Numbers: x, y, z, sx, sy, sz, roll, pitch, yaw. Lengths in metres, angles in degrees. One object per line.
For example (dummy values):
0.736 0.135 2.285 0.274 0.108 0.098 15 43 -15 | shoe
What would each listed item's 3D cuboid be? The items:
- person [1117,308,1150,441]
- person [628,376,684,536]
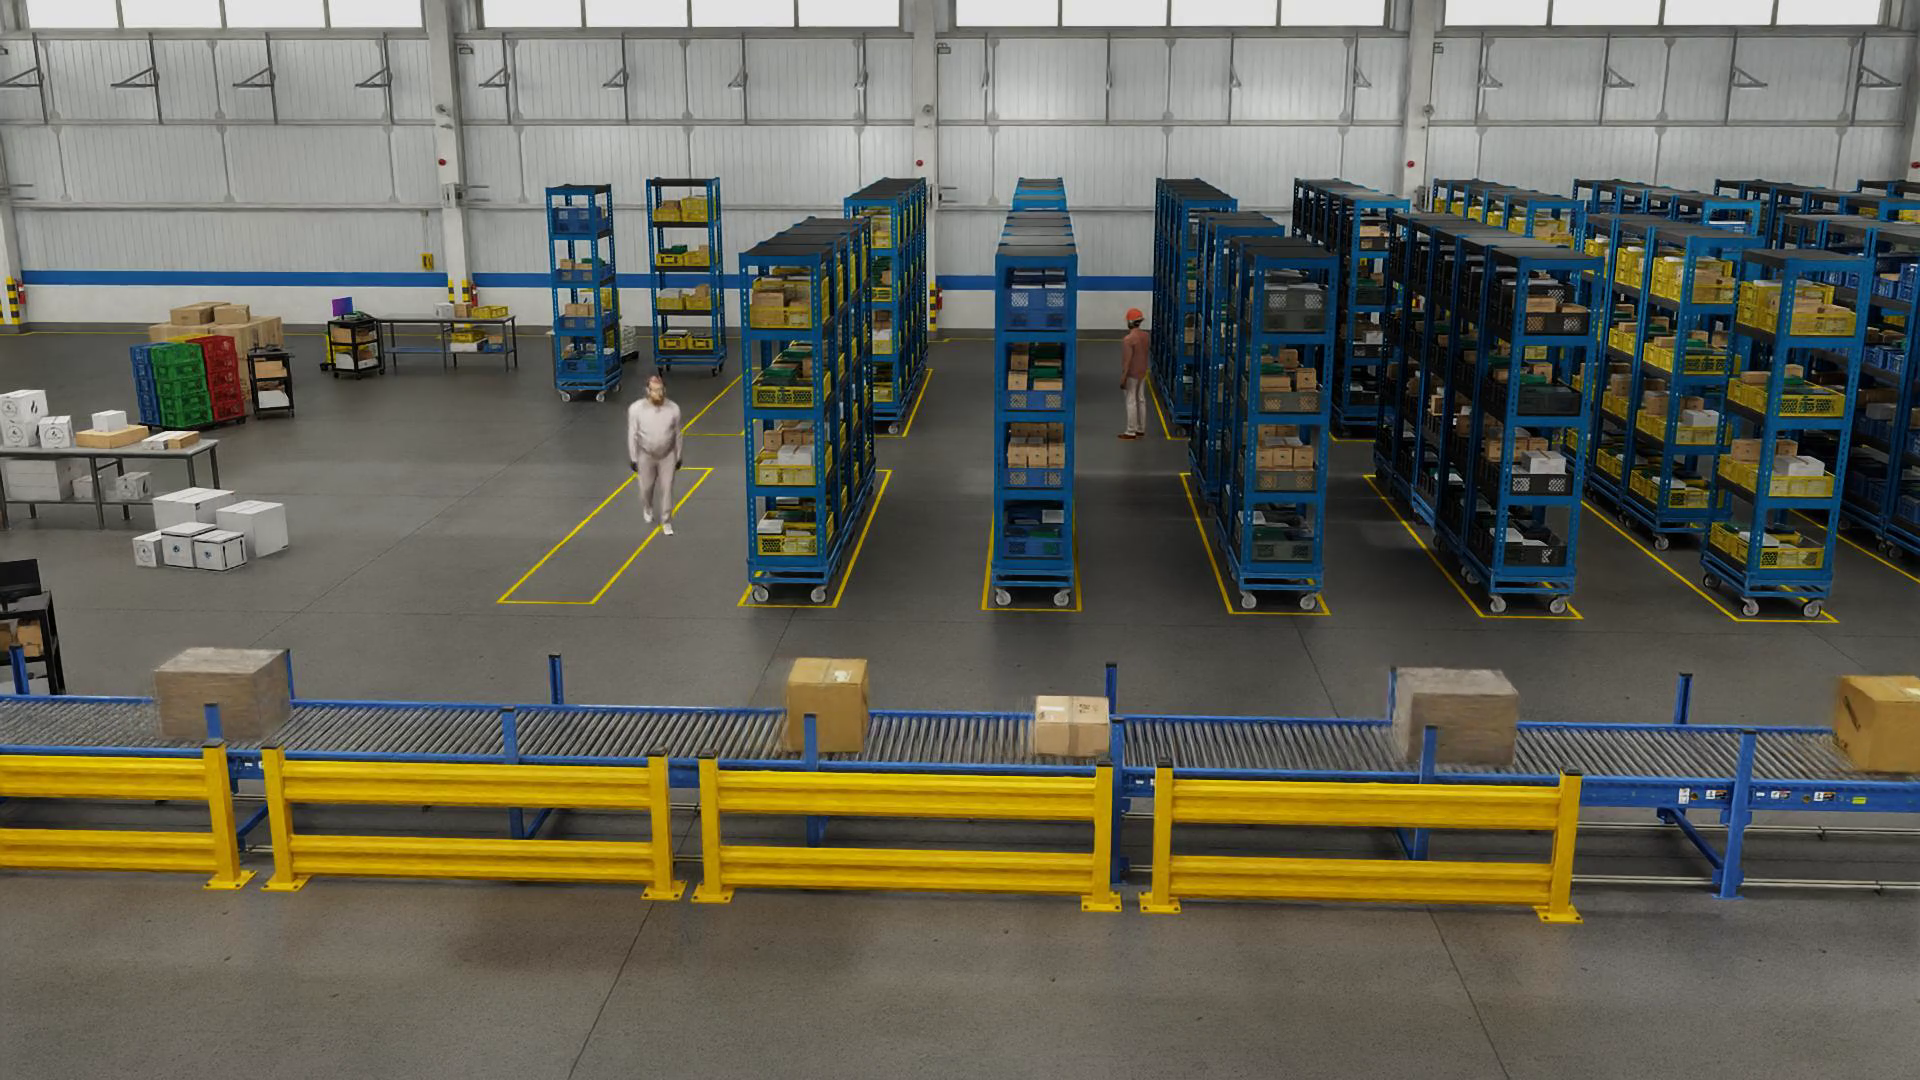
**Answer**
2.603 -2.483 24.976 0.388 1.992 0.625 12 19 37 | person
-3.598 -1.019 19.727 0.658 1.892 0.590 -4 16 -15 | person
